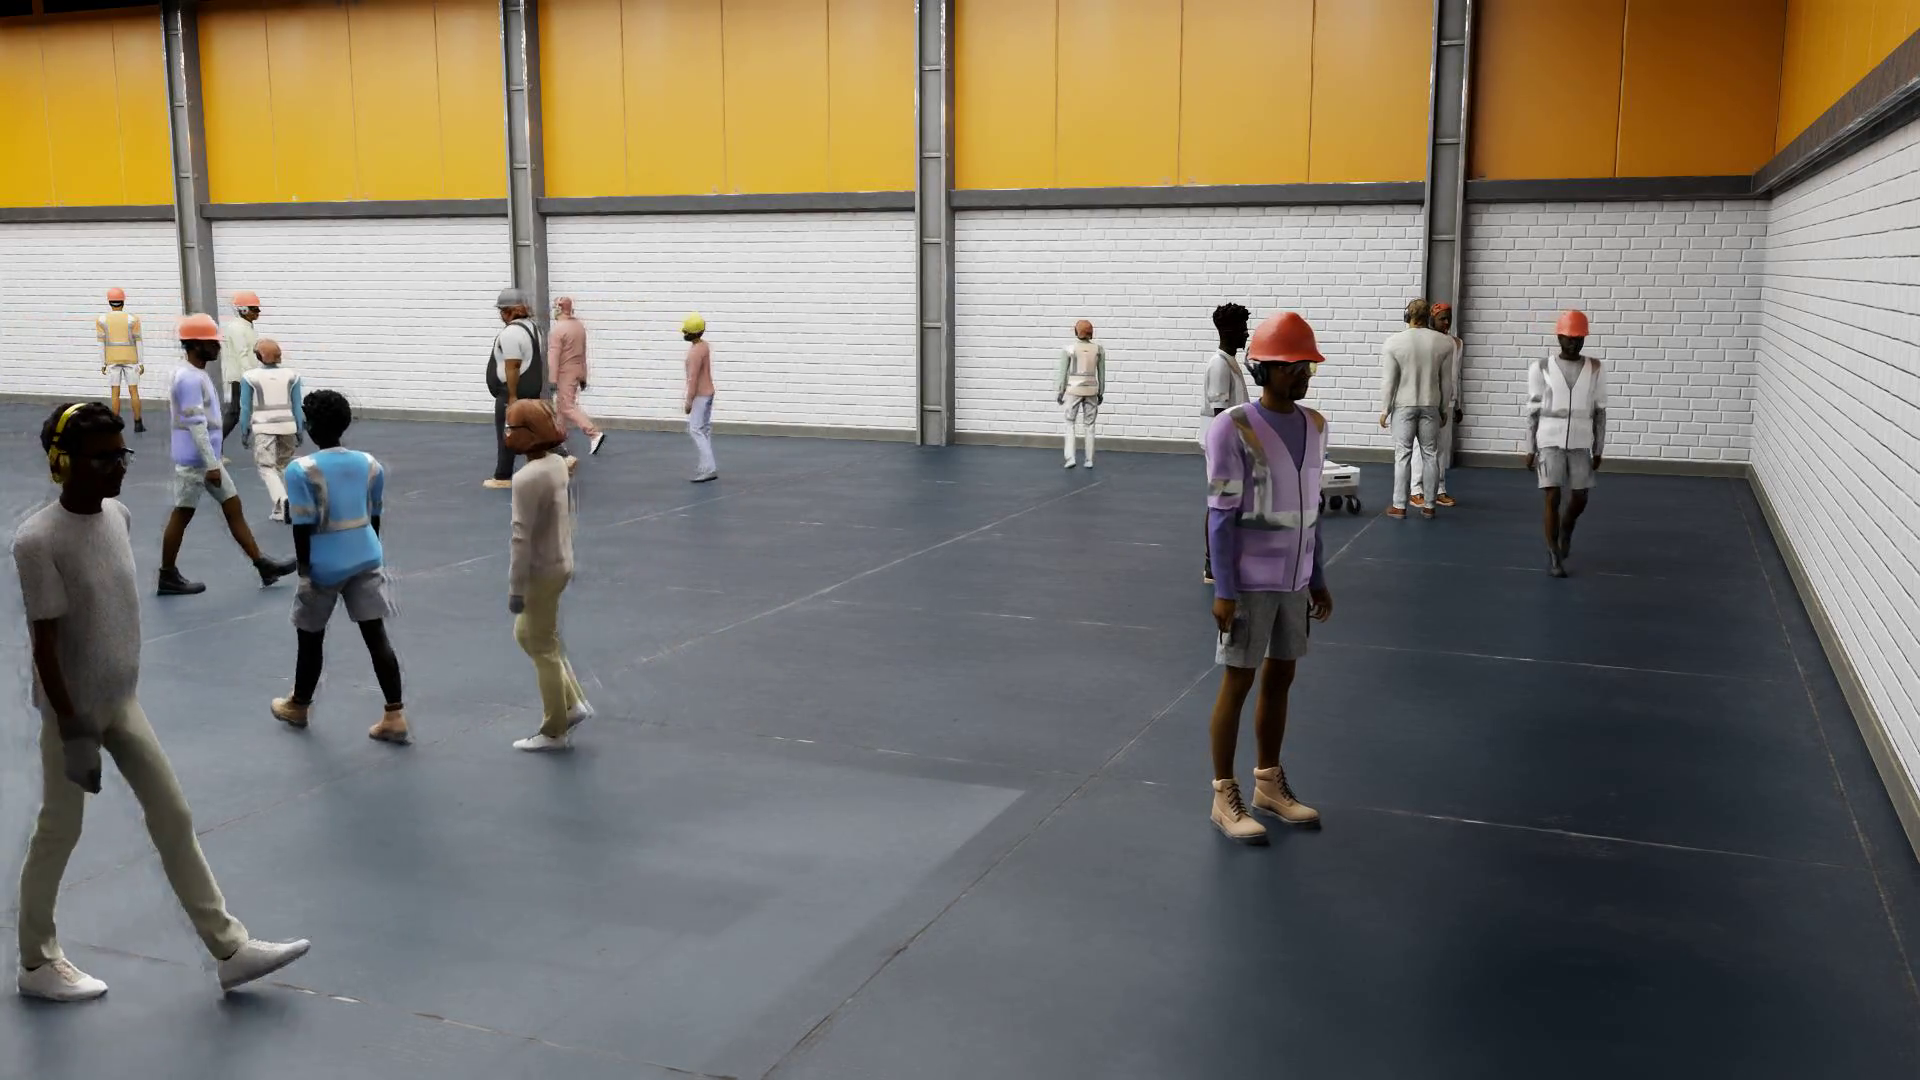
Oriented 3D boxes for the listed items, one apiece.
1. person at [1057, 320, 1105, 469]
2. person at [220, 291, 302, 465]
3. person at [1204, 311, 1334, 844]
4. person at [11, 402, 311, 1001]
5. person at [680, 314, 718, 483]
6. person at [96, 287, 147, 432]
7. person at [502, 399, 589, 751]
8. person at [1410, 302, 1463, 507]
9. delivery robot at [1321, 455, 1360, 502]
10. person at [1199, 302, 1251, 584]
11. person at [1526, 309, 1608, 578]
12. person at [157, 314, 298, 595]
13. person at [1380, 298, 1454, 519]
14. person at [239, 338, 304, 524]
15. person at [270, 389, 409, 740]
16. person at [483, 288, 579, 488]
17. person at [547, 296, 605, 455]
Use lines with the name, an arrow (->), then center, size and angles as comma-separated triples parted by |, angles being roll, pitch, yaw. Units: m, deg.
person -> 1.337, -1.584, 18.168 | 0.544, 1.633, 0.324 | -3, 10, -15
person -> -7.976, -1.797, 18.540 | 1.028, 1.950, 0.614 | 0, 9, 0
person -> 1.220, 0.143, 6.464 | 0.605, 2.045, 0.381 | -7, 11, -35
person -> -2.466, 0.508, 4.910 | 0.947, 1.818, 0.559 | 1, 9, 9
person -> -2.655, -1.451, 17.113 | 0.358, 1.726, 0.609 | 1, 9, 5
person -> -11.143, -2.387, 22.108 | 0.545, 1.942, 0.354 | -4, 10, -21
person -> -1.931, 0.168, 7.558 | 0.341, 1.620, 0.520 | 1, 9, 5
person -> 4.389, -1.241, 15.339 | 0.584, 1.882, 0.347 | -4, 10, -23
delivery robot -> 3.210, -0.542, 14.834 | 0.707, 0.478, 0.477 | -4, 10, -24
person -> 1.863, -0.675, 11.654 | 0.367, 1.966, 0.603 | 2, 10, 10
person -> 4.360, -0.709, 12.008 | 0.552, 1.917, 0.638 | 2, 10, 10
person -> -5.012, -0.568, 11.231 | 0.957, 1.888, 0.571 | -2, 10, -14
person -> 3.994, -1.147, 14.597 | 0.627, 1.941, 0.372 | 0, 9, 0
person -> -5.854, -0.918, 14.216 | 0.515, 1.613, 0.709 | -8, 12, -40
person -> -2.929, 0.115, 7.819 | 0.889, 1.643, 0.546 | 6, 11, 34
person -> -4.318, -1.525, 16.580 | 0.869, 2.000, 0.693 | 2, 10, 10
person -> -4.574, -1.934, 19.578 | 0.862, 1.880, 0.650 | 3, 10, 17
